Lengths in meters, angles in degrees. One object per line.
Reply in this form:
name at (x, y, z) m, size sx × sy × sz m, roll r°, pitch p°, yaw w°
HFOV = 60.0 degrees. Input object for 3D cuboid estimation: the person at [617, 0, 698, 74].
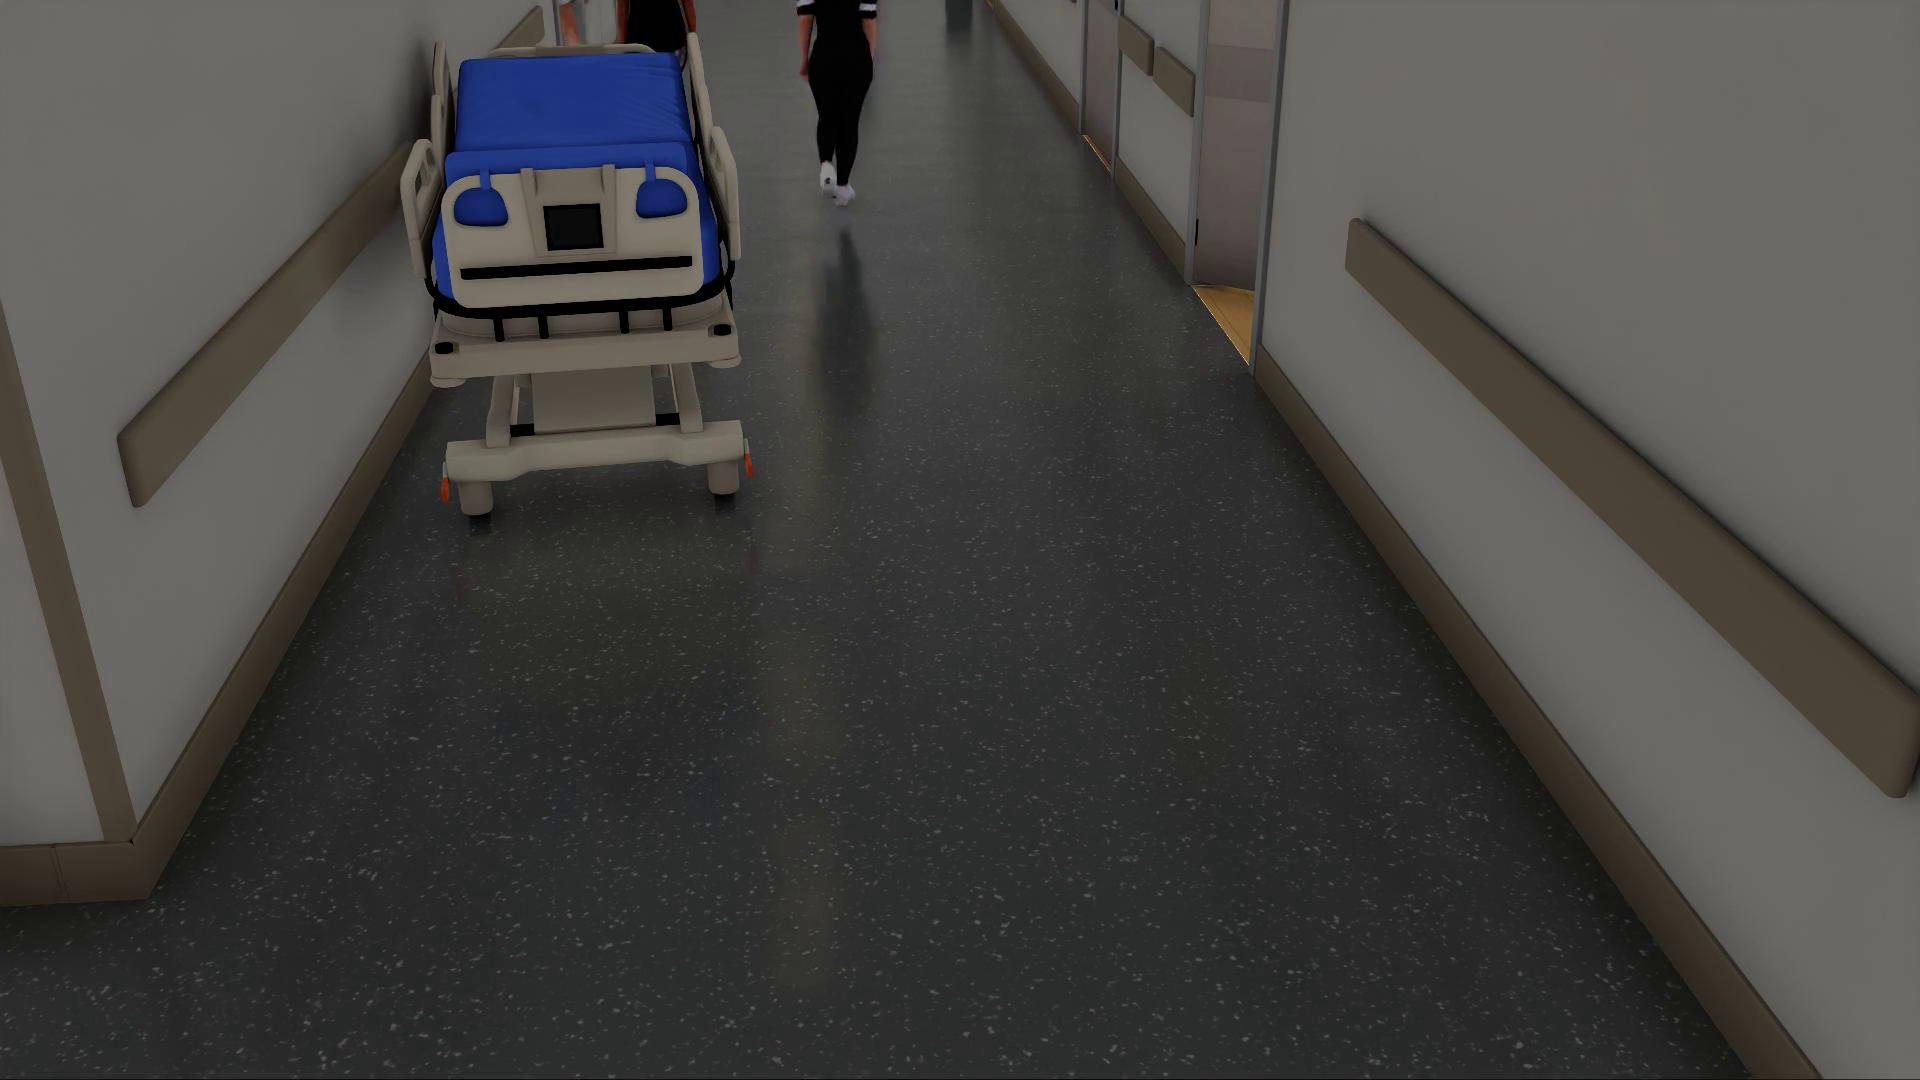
person at (-1.818, -2.975, 9.921) m, size 0.509 × 1.660 × 0.668 m, roll -2°, pitch 26°, yaw -5°

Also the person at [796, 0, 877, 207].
person at (-0.677, -2.644, 9.287) m, size 0.795 × 1.614 × 0.757 m, roll 3°, pitch 26°, yaw 6°
